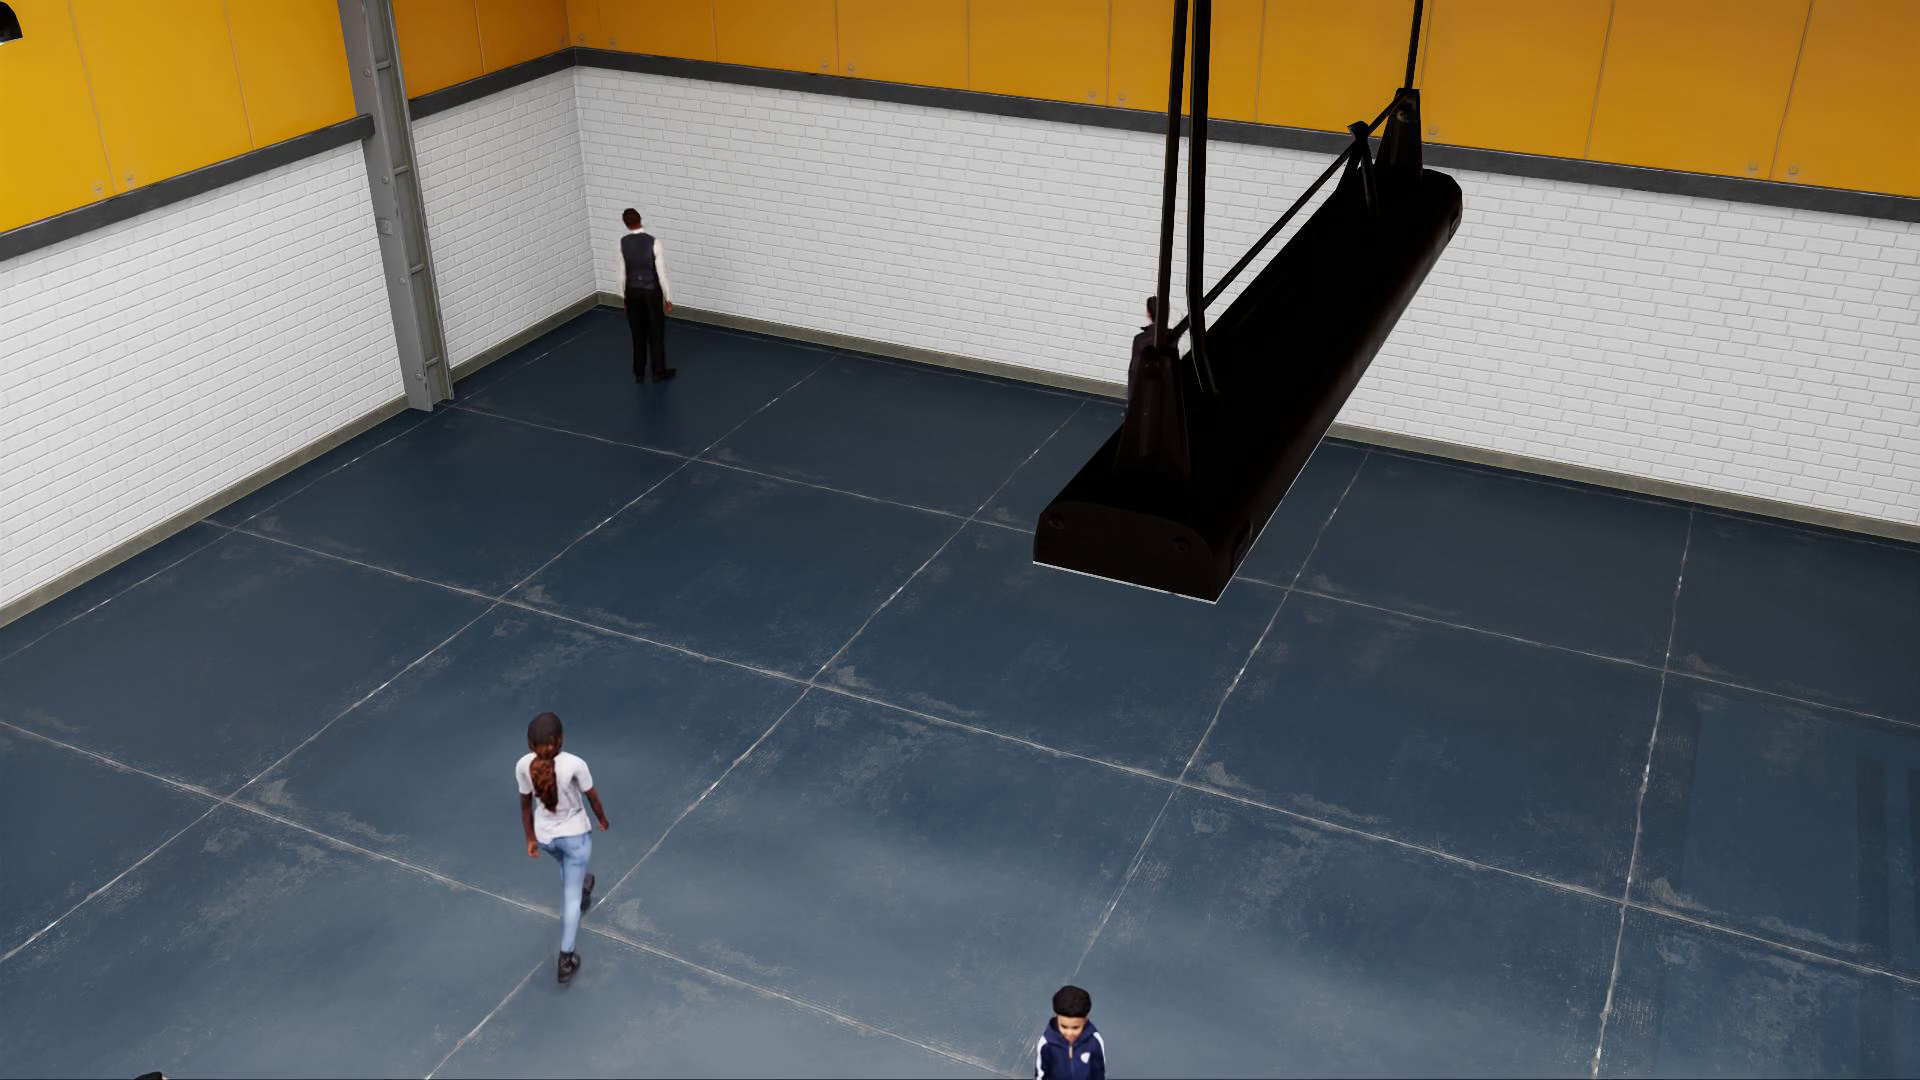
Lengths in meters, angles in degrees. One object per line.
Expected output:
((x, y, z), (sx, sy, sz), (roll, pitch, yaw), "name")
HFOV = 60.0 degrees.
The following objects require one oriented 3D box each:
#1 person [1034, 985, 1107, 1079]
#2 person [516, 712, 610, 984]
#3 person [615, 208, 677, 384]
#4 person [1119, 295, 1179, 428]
((0.580, 2.764, 8.567), (0.655, 1.212, 0.791), (2, 29, 4), "person")
((-2.351, 1.821, 9.812), (0.823, 1.676, 1.190), (4, 29, 7), "person")
((-3.350, -2.591, 17.653), (0.816, 1.913, 0.750), (9, 30, 15), "person")
((1.780, -1.286, 15.257), (0.821, 1.915, 0.891), (-12, 31, -21), "person")
